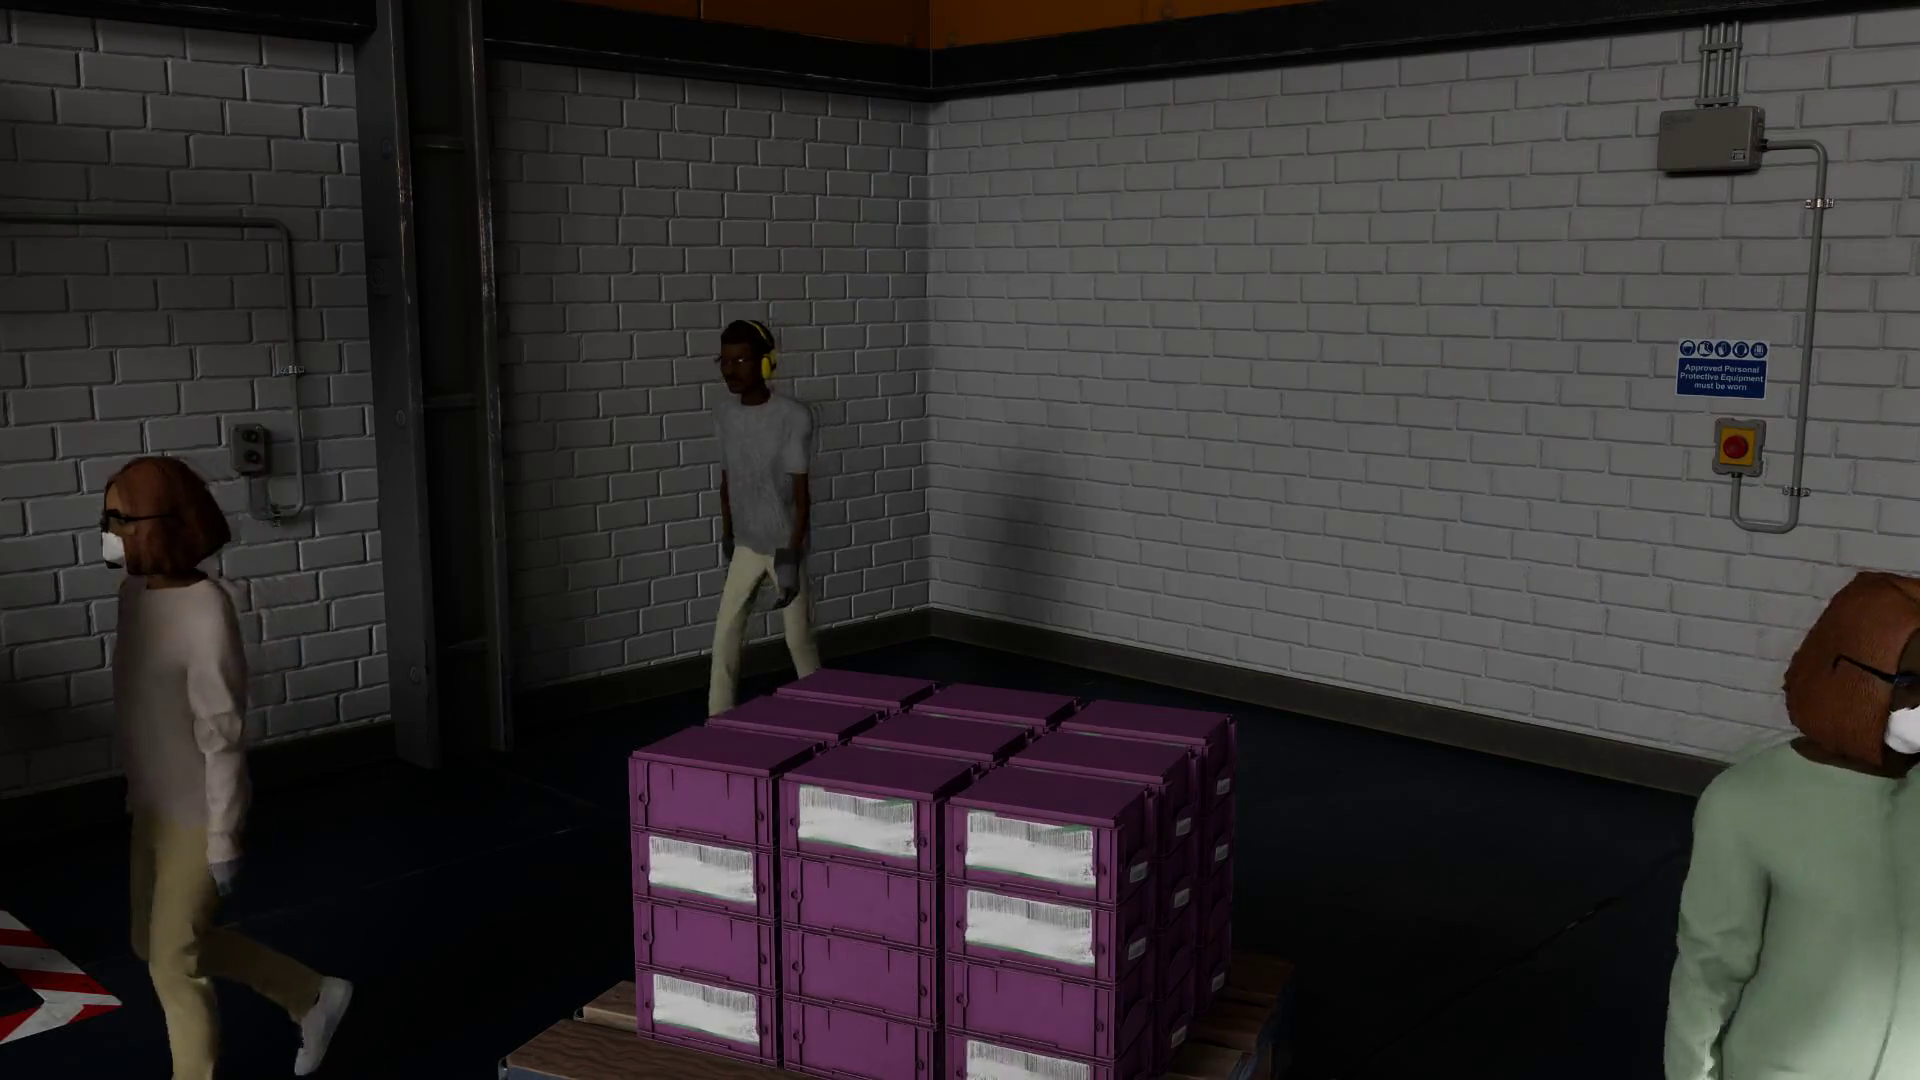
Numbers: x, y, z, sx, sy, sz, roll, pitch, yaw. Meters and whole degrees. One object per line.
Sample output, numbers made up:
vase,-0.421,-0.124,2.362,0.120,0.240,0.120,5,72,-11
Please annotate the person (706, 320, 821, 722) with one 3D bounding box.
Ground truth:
person,-0.795,0.070,6.456,0.506,1.822,0.885,4,10,25

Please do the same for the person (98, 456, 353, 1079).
person,-1.687,0.605,3.762,0.560,1.621,0.517,-9,13,-43

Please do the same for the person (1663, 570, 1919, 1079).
person,1.300,0.814,2.559,0.513,1.610,0.635,-1,9,-8
